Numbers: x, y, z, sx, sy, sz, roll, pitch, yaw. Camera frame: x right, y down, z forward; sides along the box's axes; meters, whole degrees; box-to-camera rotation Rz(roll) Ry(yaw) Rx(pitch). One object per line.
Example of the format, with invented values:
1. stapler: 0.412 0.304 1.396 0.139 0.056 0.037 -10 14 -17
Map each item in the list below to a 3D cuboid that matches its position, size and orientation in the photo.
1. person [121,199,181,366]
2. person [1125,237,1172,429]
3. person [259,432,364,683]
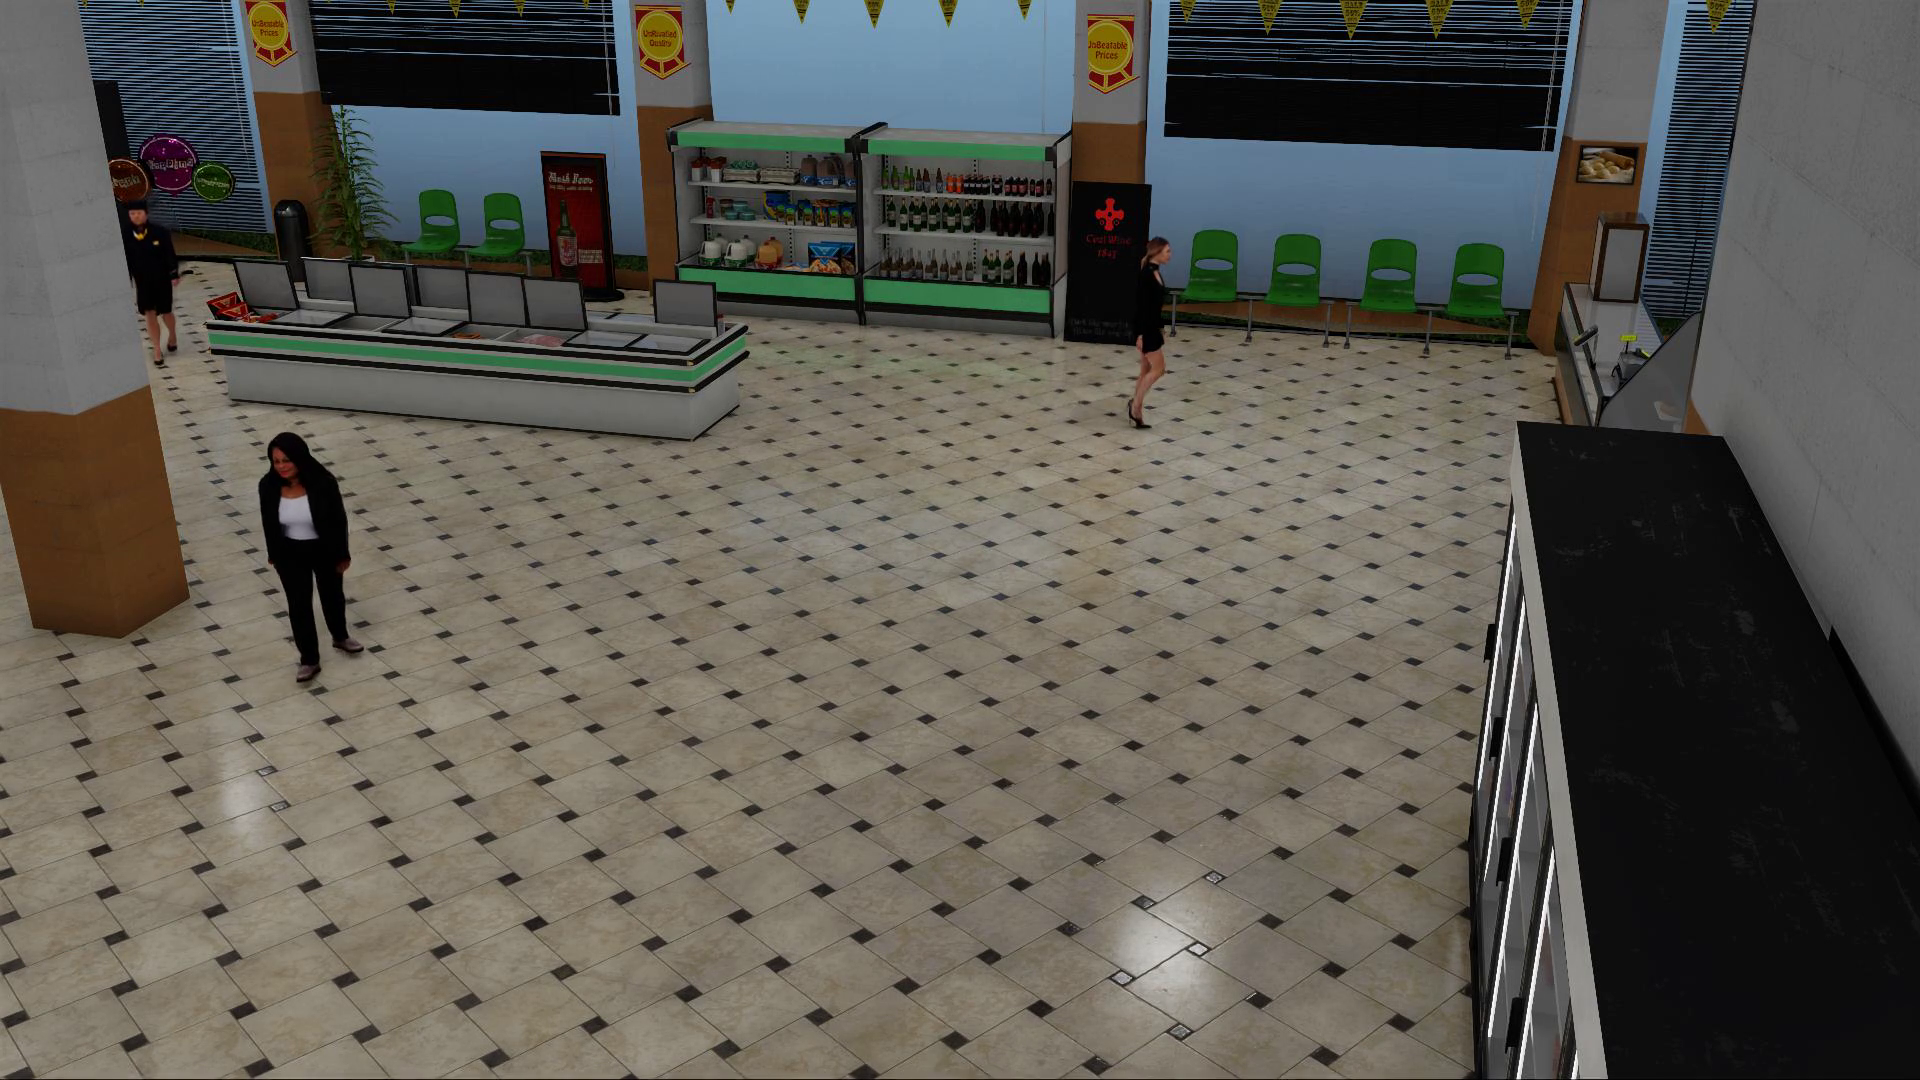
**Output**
1. person: -8.266 -2.660 17.082 1.112 1.638 1.087 -6 23 -15
2. person: 1.606 -1.834 14.873 0.612 1.753 0.615 8 23 19
3. person: -4.038 0.056 10.386 0.906 1.592 0.938 -9 24 -21
